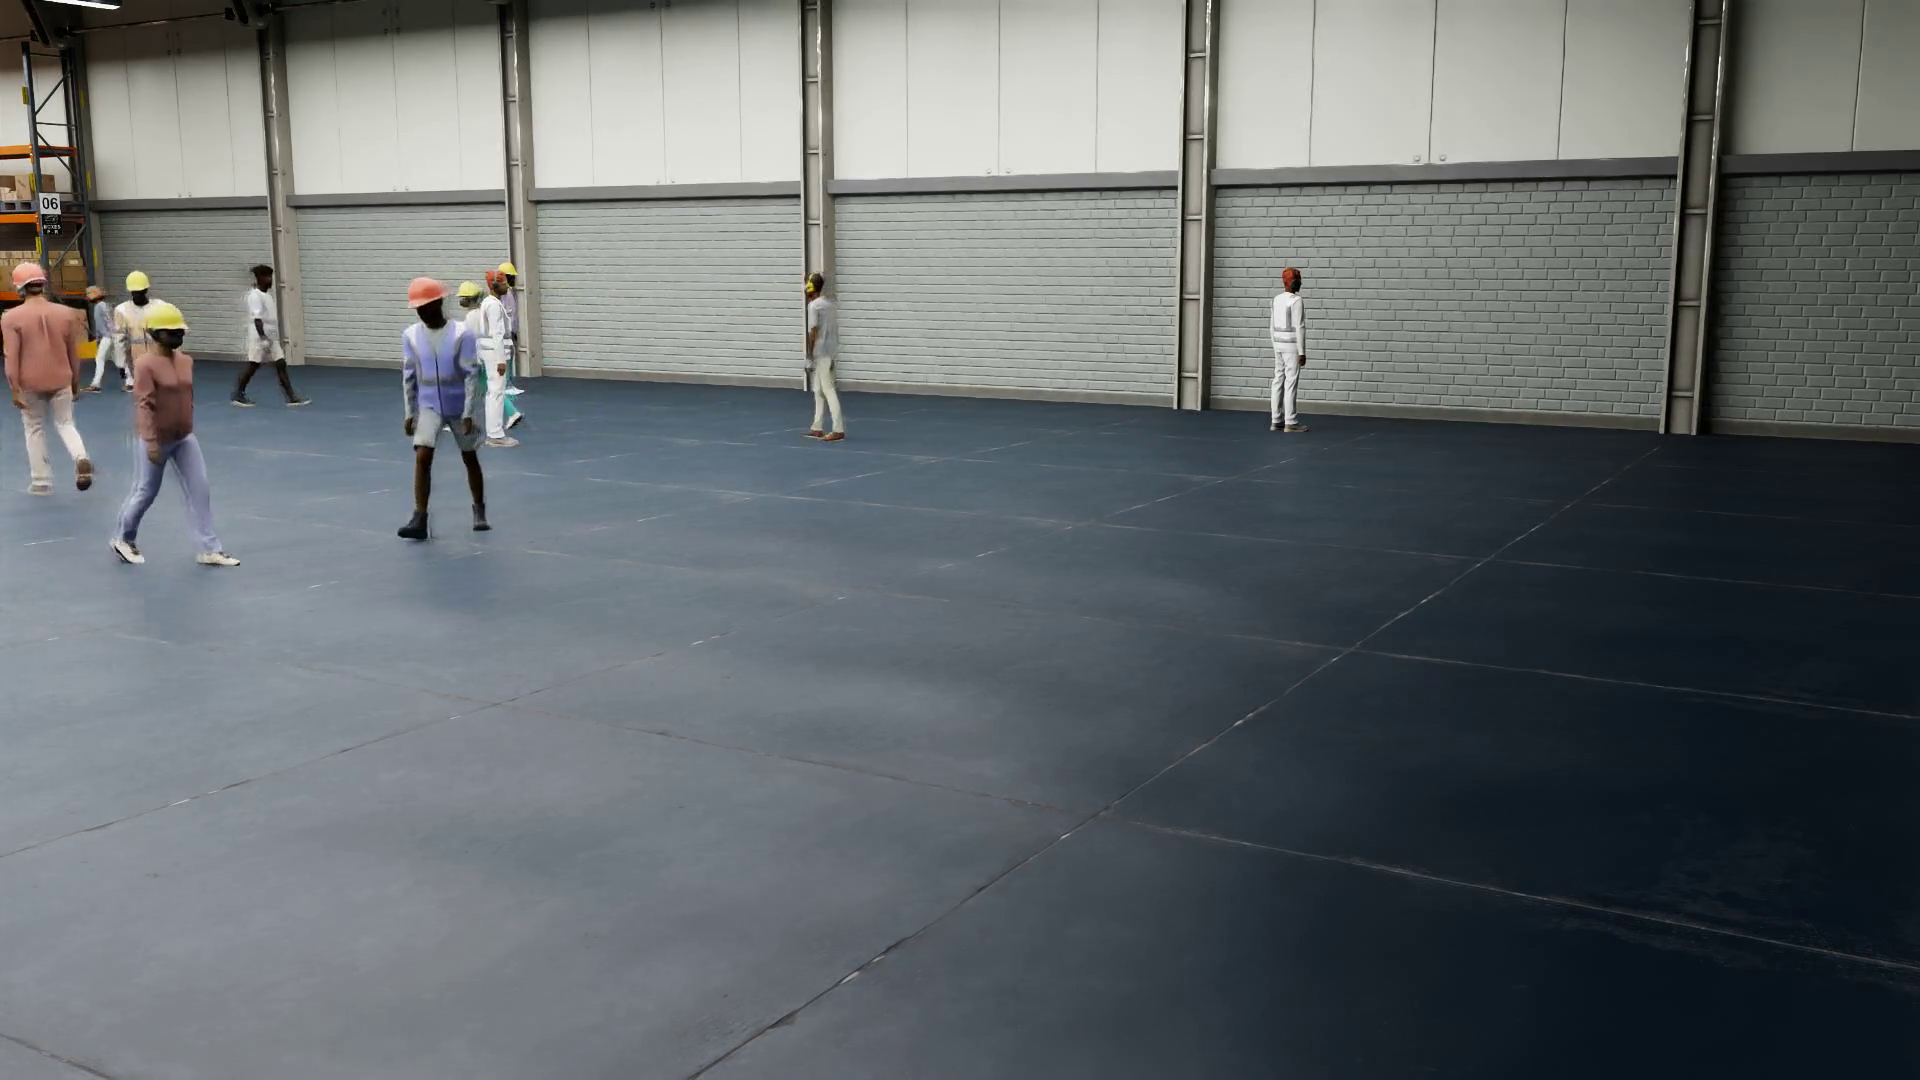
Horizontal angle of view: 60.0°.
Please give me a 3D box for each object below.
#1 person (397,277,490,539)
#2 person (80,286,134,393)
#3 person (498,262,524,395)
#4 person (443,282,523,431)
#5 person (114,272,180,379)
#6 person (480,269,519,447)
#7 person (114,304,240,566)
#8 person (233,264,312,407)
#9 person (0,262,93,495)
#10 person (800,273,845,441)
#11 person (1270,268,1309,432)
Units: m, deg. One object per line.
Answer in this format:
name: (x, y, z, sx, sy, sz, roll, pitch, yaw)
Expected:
person: (-3.742, -0.943, 11.988, 0.577, 1.866, 0.856, 0, 10, -2)
person: (-12.700, -2.967, 24.635, 0.834, 1.575, 0.506, -6, 11, -31)
person: (-6.621, -3.094, 24.386, 0.366, 1.927, 0.588, -1, 10, -4)
person: (-5.536, -2.118, 19.260, 0.855, 1.732, 0.534, -1, 10, -5)
person: (-8.835, -1.979, 18.091, 0.608, 1.846, 0.956, -2, 10, -12)
person: (-4.931, -1.934, 17.717, 0.337, 1.882, 0.585, -4, 10, -22)
person: (-5.207, -0.679, 10.847, 0.894, 1.723, 0.537, 3, 10, 18)
person: (-9.345, -2.734, 22.333, 1.022, 1.914, 0.625, 0, 10, -1)
person: (-7.641, -1.330, 13.925, 0.730, 1.971, 0.620, 9, 13, 41)
person: (-1.541, -2.008, 18.345, 0.627, 1.837, 0.506, 2, 10, 12)
person: (3.799, -2.183, 19.182, 0.355, 1.882, 0.576, -5, 11, -25)
